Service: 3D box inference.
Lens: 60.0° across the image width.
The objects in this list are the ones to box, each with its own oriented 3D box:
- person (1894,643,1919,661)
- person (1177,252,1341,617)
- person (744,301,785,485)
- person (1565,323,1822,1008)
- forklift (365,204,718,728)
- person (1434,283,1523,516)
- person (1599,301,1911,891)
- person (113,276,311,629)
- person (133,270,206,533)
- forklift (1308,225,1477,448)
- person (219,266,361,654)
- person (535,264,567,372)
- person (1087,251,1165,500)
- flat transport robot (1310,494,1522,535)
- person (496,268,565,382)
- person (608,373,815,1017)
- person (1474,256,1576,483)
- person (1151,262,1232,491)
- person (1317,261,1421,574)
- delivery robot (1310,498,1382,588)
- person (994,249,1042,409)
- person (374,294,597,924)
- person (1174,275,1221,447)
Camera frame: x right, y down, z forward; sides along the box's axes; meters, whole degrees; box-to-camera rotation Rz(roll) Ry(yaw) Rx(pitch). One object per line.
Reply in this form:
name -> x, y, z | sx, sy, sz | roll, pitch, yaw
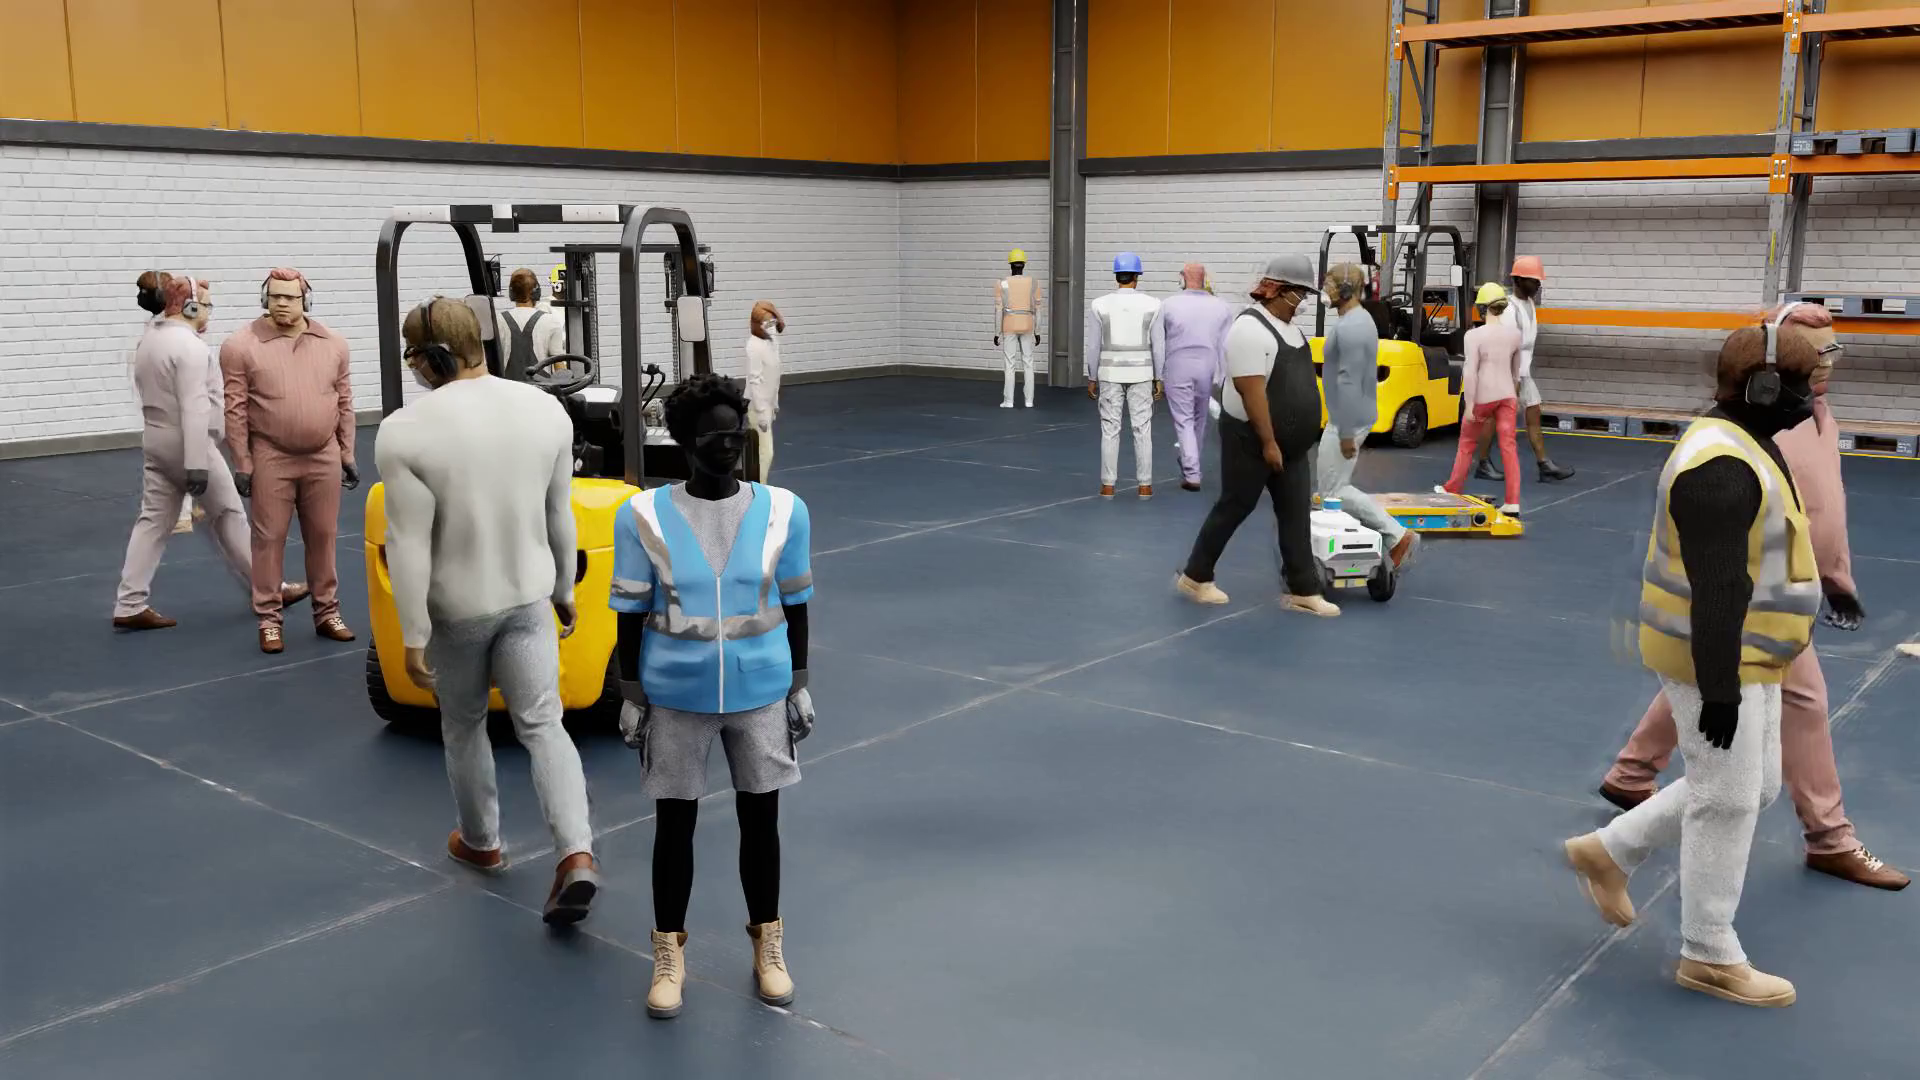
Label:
person -> 5.162, -0.373, 7.930 | 1.065, 1.995, 0.609 | 2, 10, 12
person -> 1.640, -0.618, 9.122 | 0.947, 2.000, 0.674 | 9, 13, 40
person -> -1.465, -0.952, 12.213 | 0.429, 1.595, 0.581 | 2, 10, 10
person -> 2.015, 0.323, 4.523 | 0.553, 1.821, 0.646 | 7, 12, 33
forklift -> -1.766, -0.406, 7.525 | 1.214, 2.155, 2.313 | 1, 10, 7
person -> 3.958, -1.061, 12.475 | 0.537, 1.710, 0.931 | -3, 11, -15
person -> 2.602, 0.146, 5.449 | 1.008, 1.856, 0.627 | 9, 14, 41
person -> -4.056, -0.463, 8.816 | 0.652, 1.842, 1.039 | 9, 14, 41
person -> -5.480, -0.950, 11.547 | 0.446, 1.829, 0.652 | -6, 12, -28
forklift -> 4.449, -2.115, 16.993 | 1.214, 2.155, 2.313 | 8, 13, 38
person -> -3.313, -0.403, 8.312 | 0.642, 1.905, 0.399 | -9, 13, -40
person -> -3.584, -1.576, 15.047 | 0.403, 1.825, 0.595 | 4, 11, 21
person -> 1.299, -1.280, 13.054 | 0.608, 1.943, 0.402 | 1, 10, 4
flat transport robot -> 3.110, -0.184, 11.623 | 1.431, 0.197, 0.652 | 0, 10, -2
person -> -2.963, -0.939, 11.451 | 0.516, 1.842, 0.324 | -1, 10, -4
person -> -0.642, 0.409, 4.381 | 0.541, 1.697, 0.315 | -2, 11, -13
person -> 4.725, -1.402, 13.851 | 0.919, 1.893, 0.579 | 10, 14, 43
person -> 1.875, -1.369, 13.821 | 0.648, 1.844, 1.020 | -2, 10, -12
person -> 2.354, -0.676, 9.797 | 0.638, 1.923, 0.632 | 3, 11, 17
delivery robot -> 2.126, 0.004, 9.535 | 0.477, 0.478, 0.707 | -2, 10, -11
person -> 0.691, -2.547, 20.127 | 0.595, 1.923, 0.374 | -2, 10, -13
person -> -1.398, 0.207, 5.009 | 0.639, 1.885, 0.980 | -7, 13, -35
person -> 2.398, -1.747, 16.243 | 0.506, 1.727, 0.500 | 6, 12, 29
